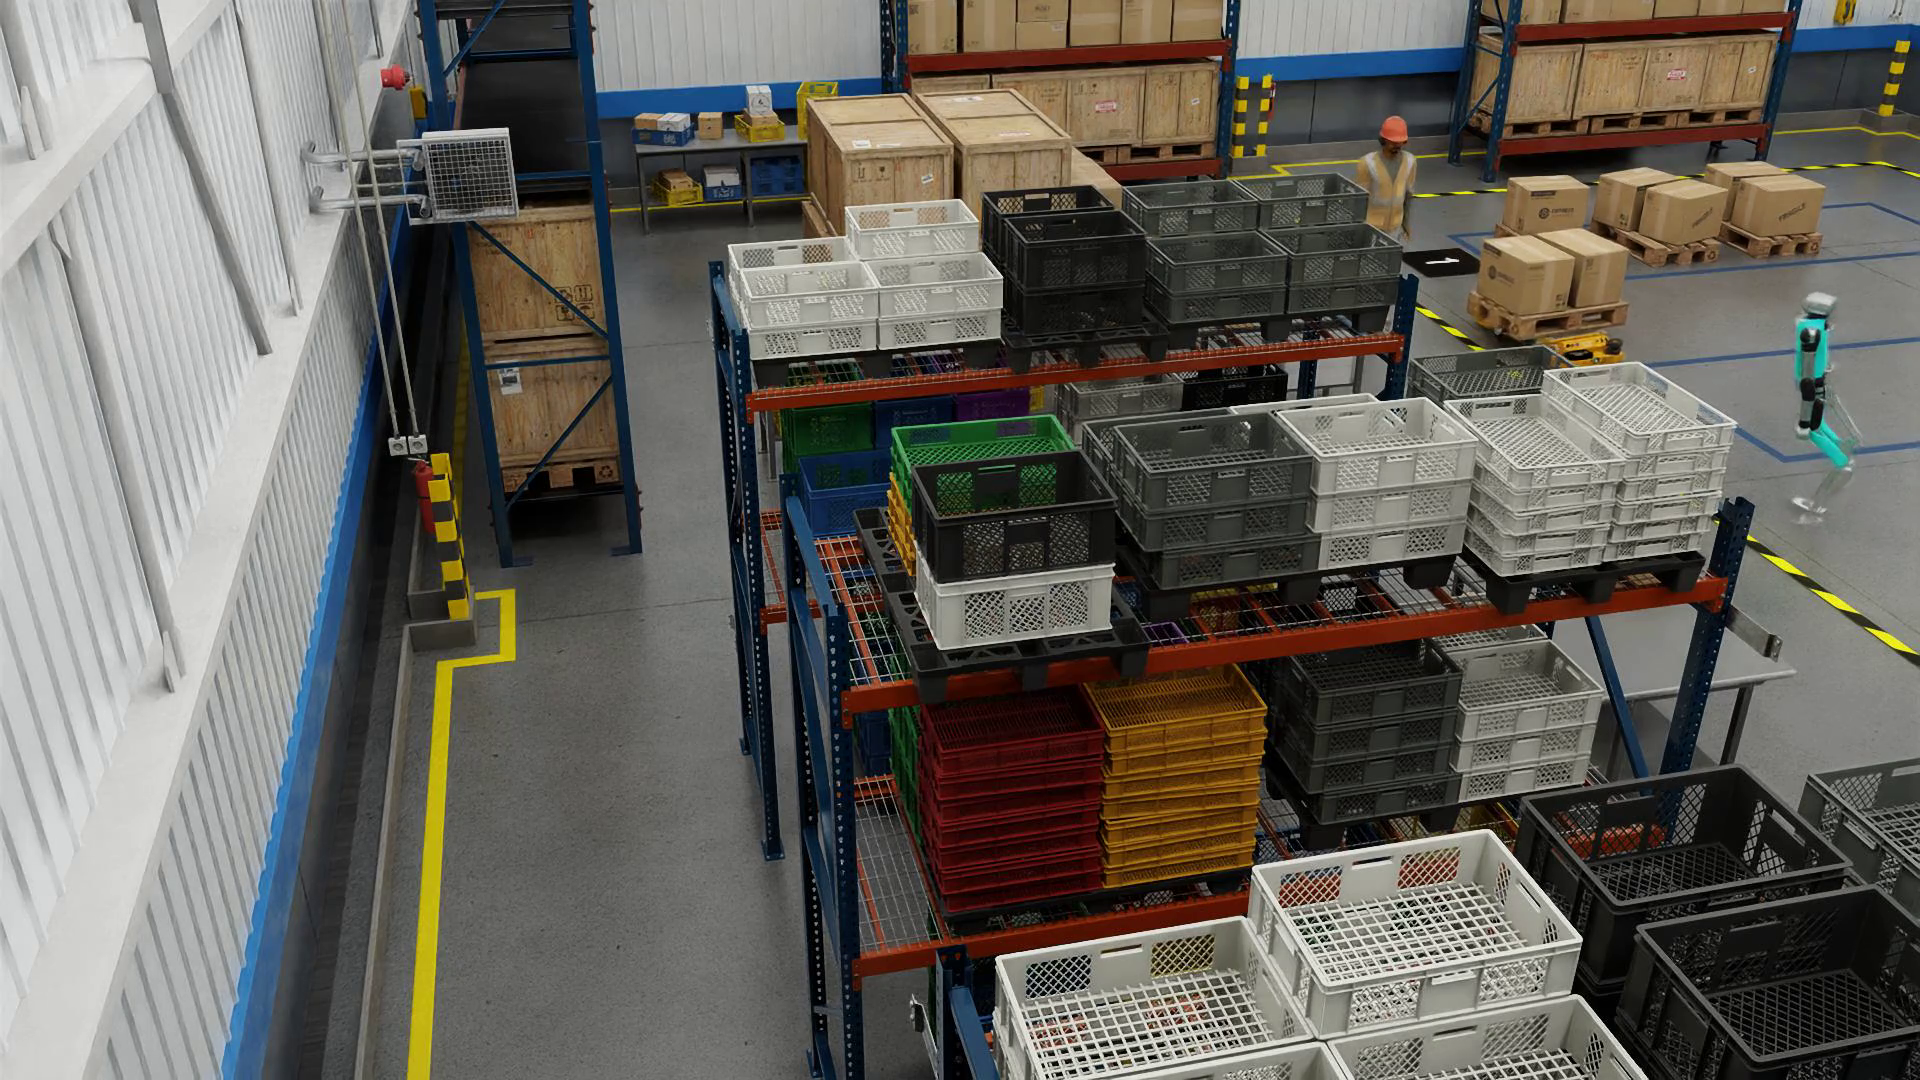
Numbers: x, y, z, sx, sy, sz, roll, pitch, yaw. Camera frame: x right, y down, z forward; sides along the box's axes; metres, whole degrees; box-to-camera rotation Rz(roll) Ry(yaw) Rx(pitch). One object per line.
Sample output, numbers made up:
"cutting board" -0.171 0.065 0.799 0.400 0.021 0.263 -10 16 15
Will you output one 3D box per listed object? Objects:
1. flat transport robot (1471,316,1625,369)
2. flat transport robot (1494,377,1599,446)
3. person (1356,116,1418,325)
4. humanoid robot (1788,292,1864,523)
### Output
"flat transport robot" 5.573 -1.990 15.792 0.652 0.197 1.431 -10 29 -18
"flat transport robot" 4.780 -1.036 14.013 0.659 0.231 1.431 -6 28 -12
"person" 4.046 -3.036 15.906 0.613 2.040 0.389 -7 29 -12
"humanoid robot" 6.413 -0.935 12.232 0.781 1.747 0.585 14 31 24
